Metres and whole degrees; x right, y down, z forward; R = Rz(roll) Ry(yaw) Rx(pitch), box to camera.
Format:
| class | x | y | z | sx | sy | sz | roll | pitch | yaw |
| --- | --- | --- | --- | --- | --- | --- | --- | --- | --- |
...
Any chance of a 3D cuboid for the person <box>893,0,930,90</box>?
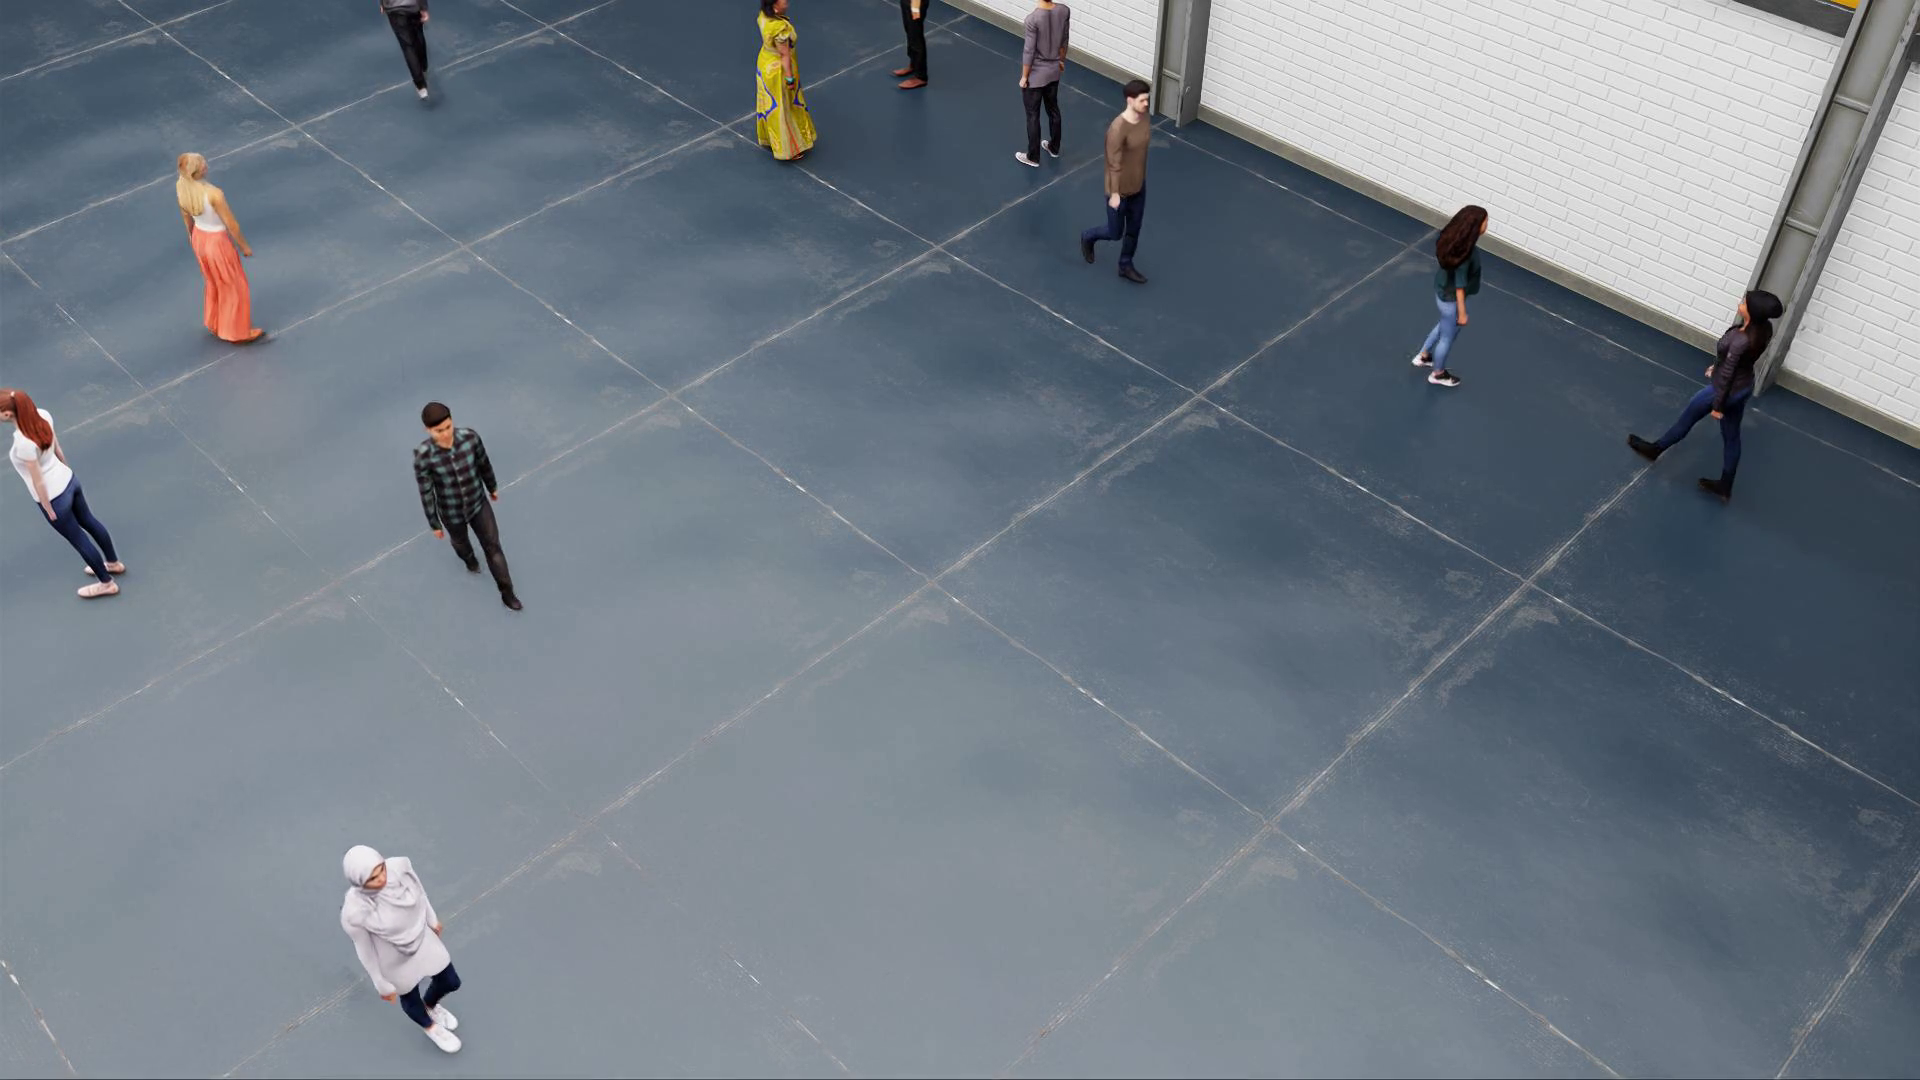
| class | x | y | z | sx | sy | sz | roll | pitch | yaw |
| --- | --- | --- | --- | --- | --- | --- | --- | --- | --- |
| person | -0.461 | -5.377 | 16.519 | 0.814 | 1.753 | 0.703 | -11 | 45 | -12 |

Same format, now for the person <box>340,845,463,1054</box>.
| class | x | y | z | sx | sy | sz | roll | pitch | yaw |
| --- | --- | --- | --- | --- | --- | --- | --- | --- | --- |
| person | -2.953 | 2.100 | 8.659 | 0.667 | 1.770 | 0.689 | 24 | 49 | 23 |

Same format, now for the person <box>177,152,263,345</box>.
| class | x | y | z | sx | sy | sz | roll | pitch | yaw |
| --- | --- | --- | --- | --- | --- | --- | --- | --- | --- |
| person | -5.964 | -2.322 | 13.298 | 0.766 | 1.773 | 0.937 | 12 | 45 | 12 |

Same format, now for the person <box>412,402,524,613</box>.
| class | x | y | z | sx | sy | sz | roll | pitch | yaw |
| --- | --- | --- | --- | --- | --- | --- | --- | --- | --- |
| person | -3.420 | -0.312 | 11.372 | 0.886 | 1.688 | 1.111 | -22 | 48 | -21 |

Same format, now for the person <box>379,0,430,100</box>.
| class | x | y | z | sx | sy | sz | roll | pitch | yaw |
| --- | --- | --- | --- | --- | --- | --- | --- | --- | --- |
| person | -5.456 | -5.186 | 16.336 | 0.863 | 1.728 | 1.218 | -19 | 47 | -19 |

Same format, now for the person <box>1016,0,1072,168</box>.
| class | x | y | z | sx | sy | sz | roll | pitch | yaw |
| --- | --- | --- | --- | --- | --- | --- | --- | --- | --- |
| person | 0.770 | -4.350 | 15.369 | 0.696 | 1.853 | 0.573 | -28 | 50 | -27 |

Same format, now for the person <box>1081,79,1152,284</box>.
| class | x | y | z | sx | sy | sz | roll | pitch | yaw |
| --- | --- | --- | --- | --- | --- | --- | --- | --- | --- |
| person | 1.324 | -3.010 | 13.949 | 0.888 | 1.871 | 0.656 | 33 | 53 | 30 |

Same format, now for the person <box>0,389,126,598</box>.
| class | x | y | z | sx | sy | sz | roll | pitch | yaw |
| --- | --- | --- | --- | --- | --- | --- | --- | --- | --- |
| person | -6.075 | -0.336 | 11.240 | 0.693 | 1.736 | 0.630 | -1 | 44 | -1 |

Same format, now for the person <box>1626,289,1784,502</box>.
| class | x | y | z | sx | sy | sz | roll | pitch | yaw |
| --- | --- | --- | --- | --- | --- | --- | --- | --- | --- |
| person | 5.605 | -1.007 | 11.967 | 0.707 | 1.704 | 1.108 | -28 | 50 | -26 |

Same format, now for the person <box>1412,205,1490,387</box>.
| class | x | y | z | sx | sy | sz | roll | pitch | yaw |
| --- | --- | --- | --- | --- | --- | --- | --- | --- | --- |
| person | 3.791 | -1.900 | 12.972 | 0.793 | 1.611 | 0.737 | 6 | 44 | 6 |

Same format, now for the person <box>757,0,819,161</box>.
| class | x | y | z | sx | sy | sz | roll | pitch | yaw |
| --- | --- | --- | --- | --- | --- | --- | --- | --- | --- |
| person | -1.691 | -4.374 | 15.535 | 1.010 | 1.657 | 0.850 | -19 | 47 | -19 |
